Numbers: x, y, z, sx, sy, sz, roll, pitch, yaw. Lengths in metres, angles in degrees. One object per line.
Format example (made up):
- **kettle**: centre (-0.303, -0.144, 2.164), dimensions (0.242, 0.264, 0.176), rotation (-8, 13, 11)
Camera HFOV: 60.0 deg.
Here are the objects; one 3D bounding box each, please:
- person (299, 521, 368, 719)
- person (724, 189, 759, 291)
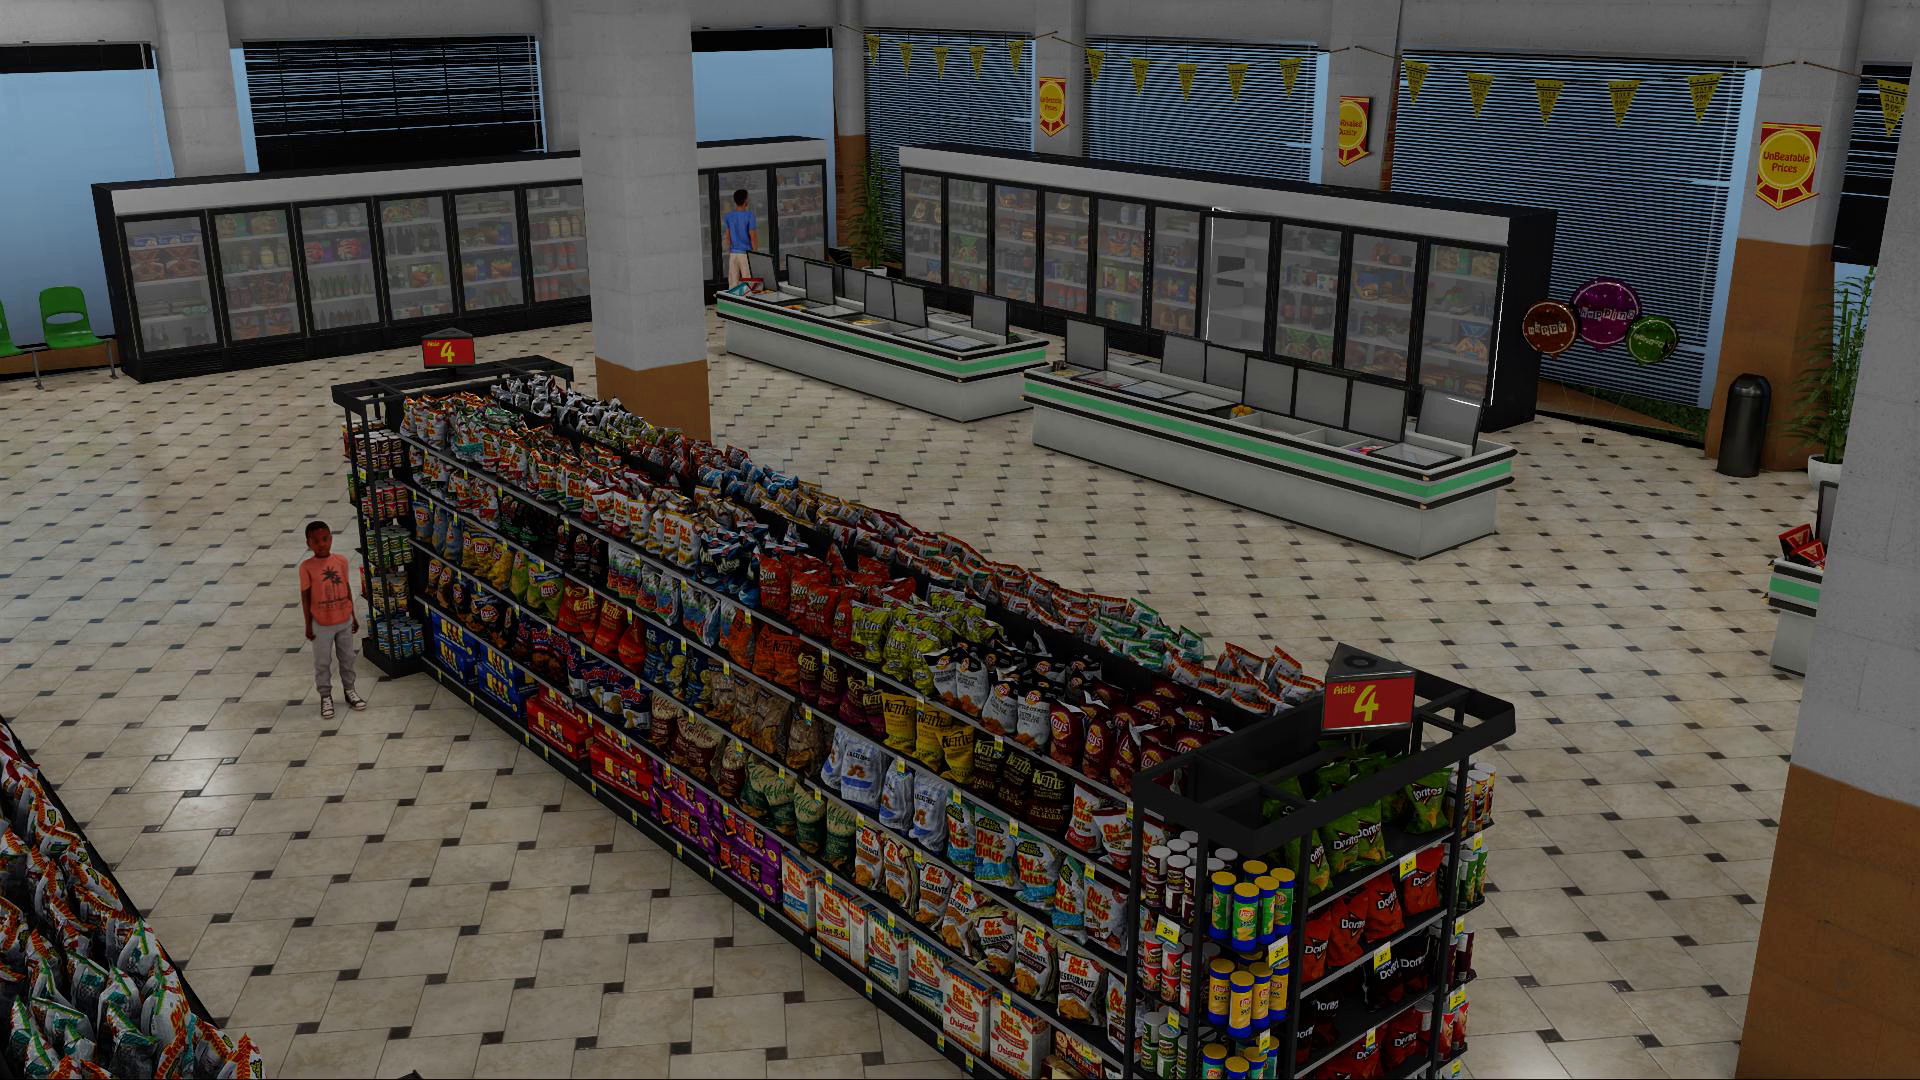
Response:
- **person**: centre (-4.147, 0.502, 10.941), dimensions (0.497, 1.311, 0.474), rotation (-13, 23, -35)
- **person**: centre (-3.062, -3.989, 23.394), dimensions (0.662, 1.863, 0.789), rotation (7, 20, 20)
